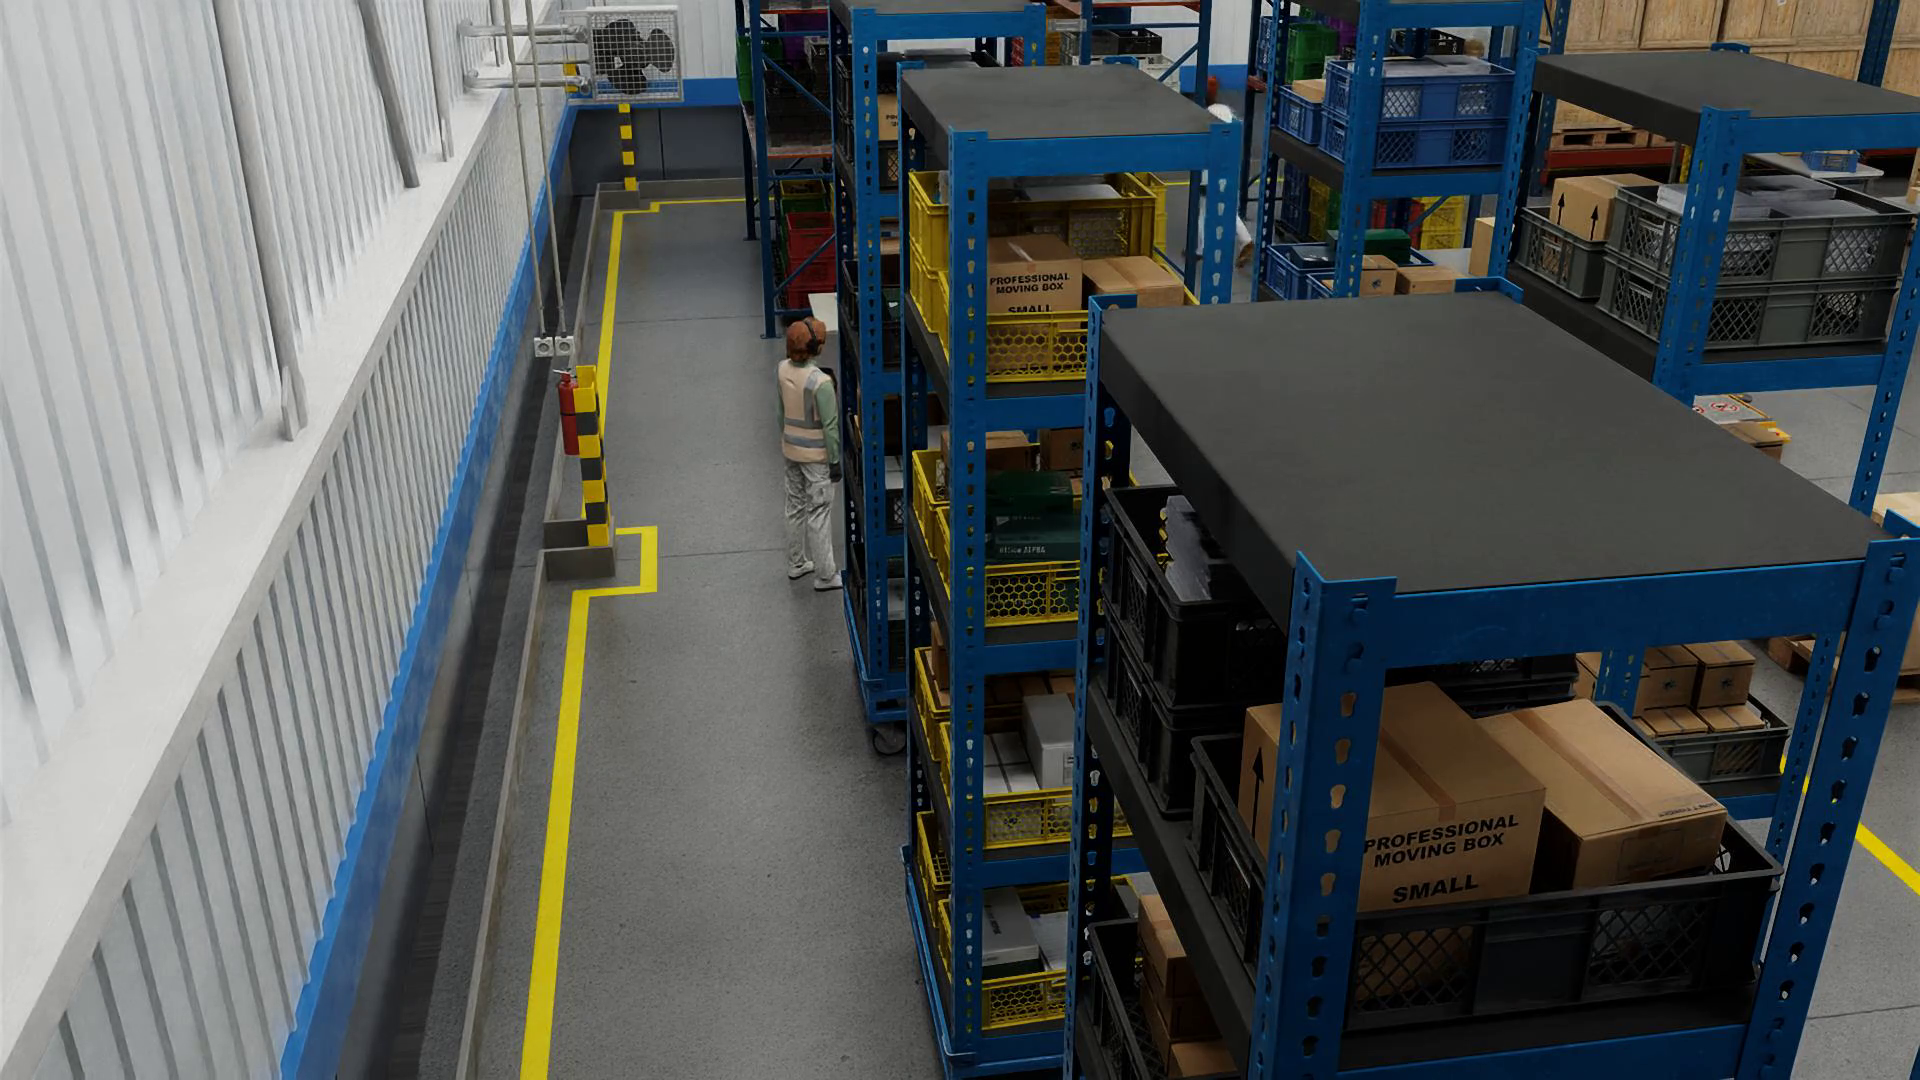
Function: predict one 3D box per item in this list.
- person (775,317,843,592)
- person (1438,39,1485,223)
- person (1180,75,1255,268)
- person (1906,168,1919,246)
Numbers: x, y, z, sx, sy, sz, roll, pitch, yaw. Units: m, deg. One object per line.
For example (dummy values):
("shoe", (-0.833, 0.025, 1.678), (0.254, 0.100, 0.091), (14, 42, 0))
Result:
("person", (-0.875, -0.495, 9.714), (0.308, 1.641, 0.511), (-21, 32, -38))
("person", (5.340, -4.373, 17.816), (0.700, 1.921, 0.540), (3, 25, 6))
("person", (2.548, -3.545, 16.111), (0.594, 1.845, 0.857), (-20, 32, -37))
("person", (9.908, -3.827, 16.671), (0.674, 1.874, 0.628), (2, 25, 4))
